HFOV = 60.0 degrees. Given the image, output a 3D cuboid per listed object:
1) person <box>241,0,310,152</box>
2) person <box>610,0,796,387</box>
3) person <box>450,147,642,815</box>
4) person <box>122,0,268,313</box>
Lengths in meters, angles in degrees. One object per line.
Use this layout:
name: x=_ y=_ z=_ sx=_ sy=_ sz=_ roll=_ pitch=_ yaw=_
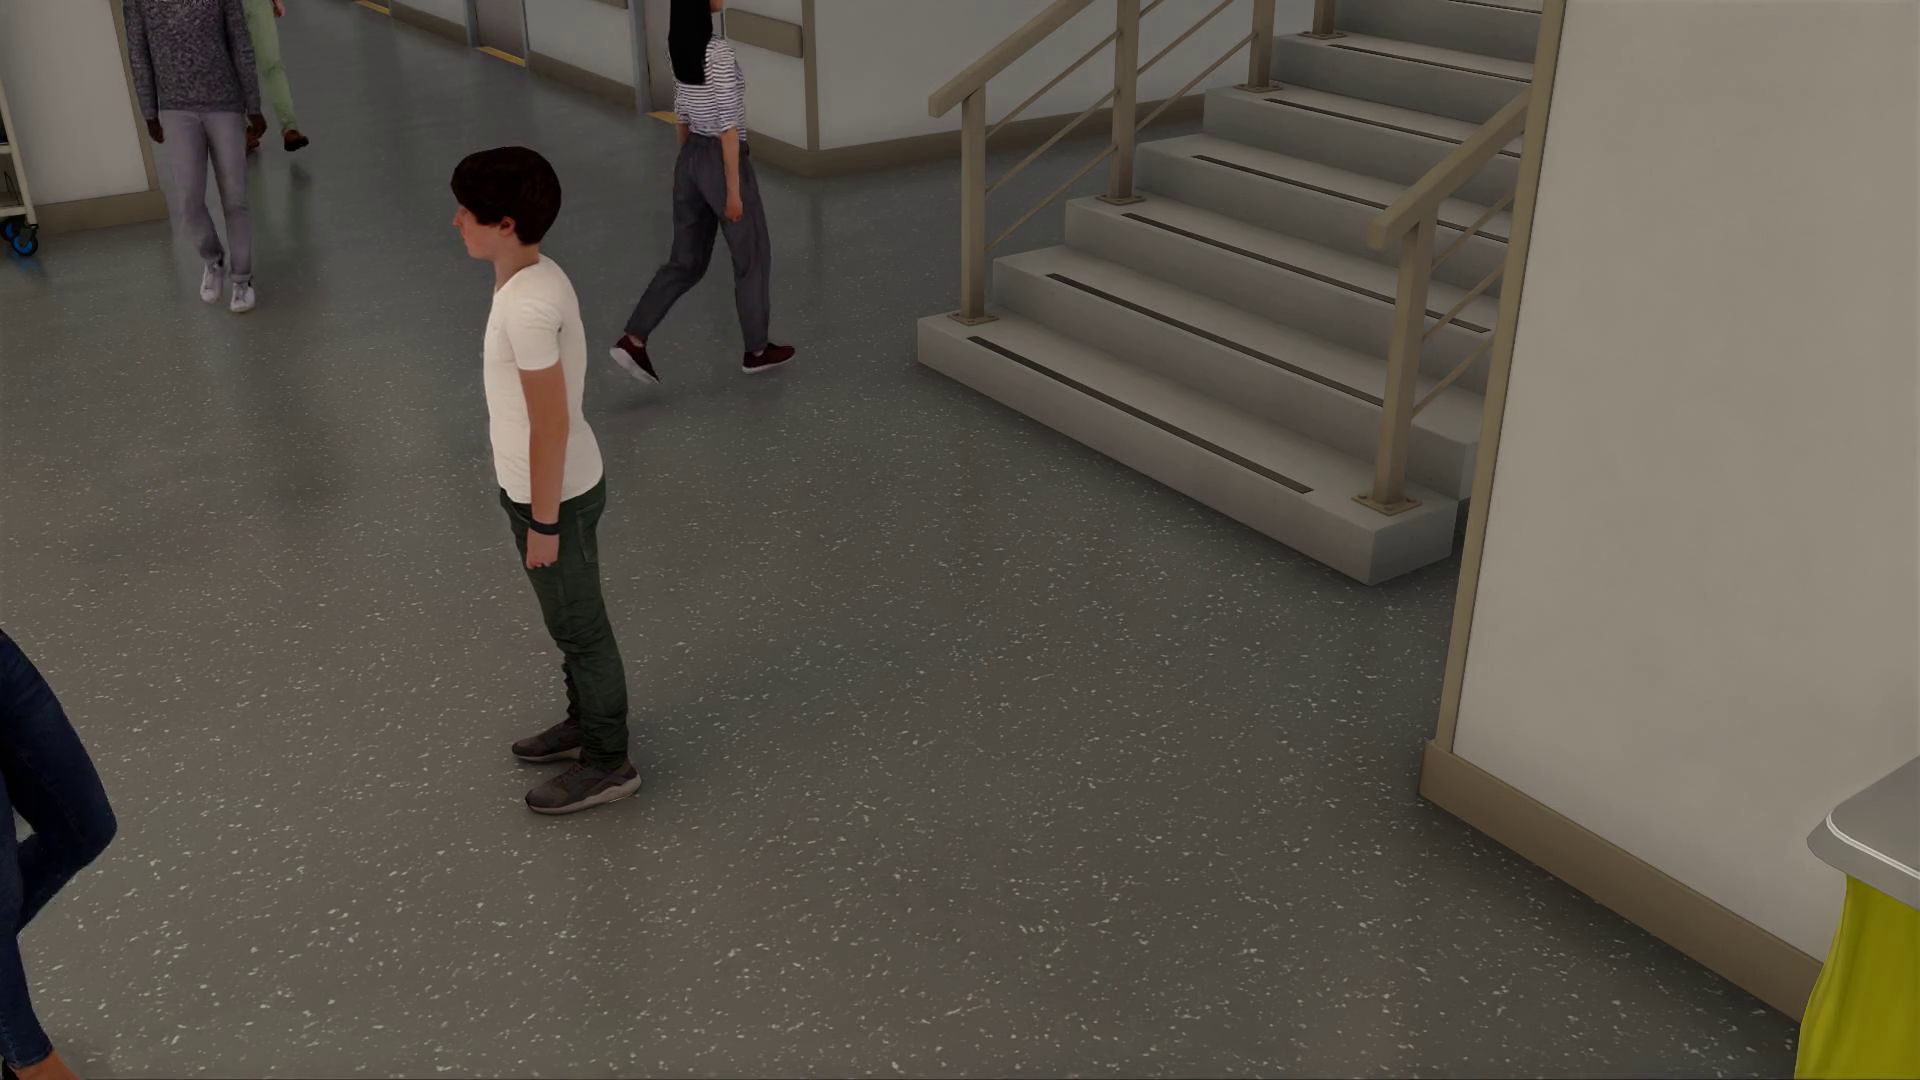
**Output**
person: x=-4.637 y=-3.421 z=10.621 sx=1.056 sy=1.839 sz=0.820 roll=-15 pitch=29 yaw=-28
person: x=-1.064 y=-1.408 z=6.598 sx=1.104 sy=1.707 sz=0.677 roll=-21 pitch=33 yaw=-36
person: x=-0.977 y=-0.120 z=3.989 sx=0.634 sy=1.654 sz=0.632 roll=-7 pitch=27 yaw=-14
person: x=-3.468 y=-1.991 z=7.671 sx=0.669 sy=1.825 sz=0.819 roll=-8 pitch=27 yaw=-16
